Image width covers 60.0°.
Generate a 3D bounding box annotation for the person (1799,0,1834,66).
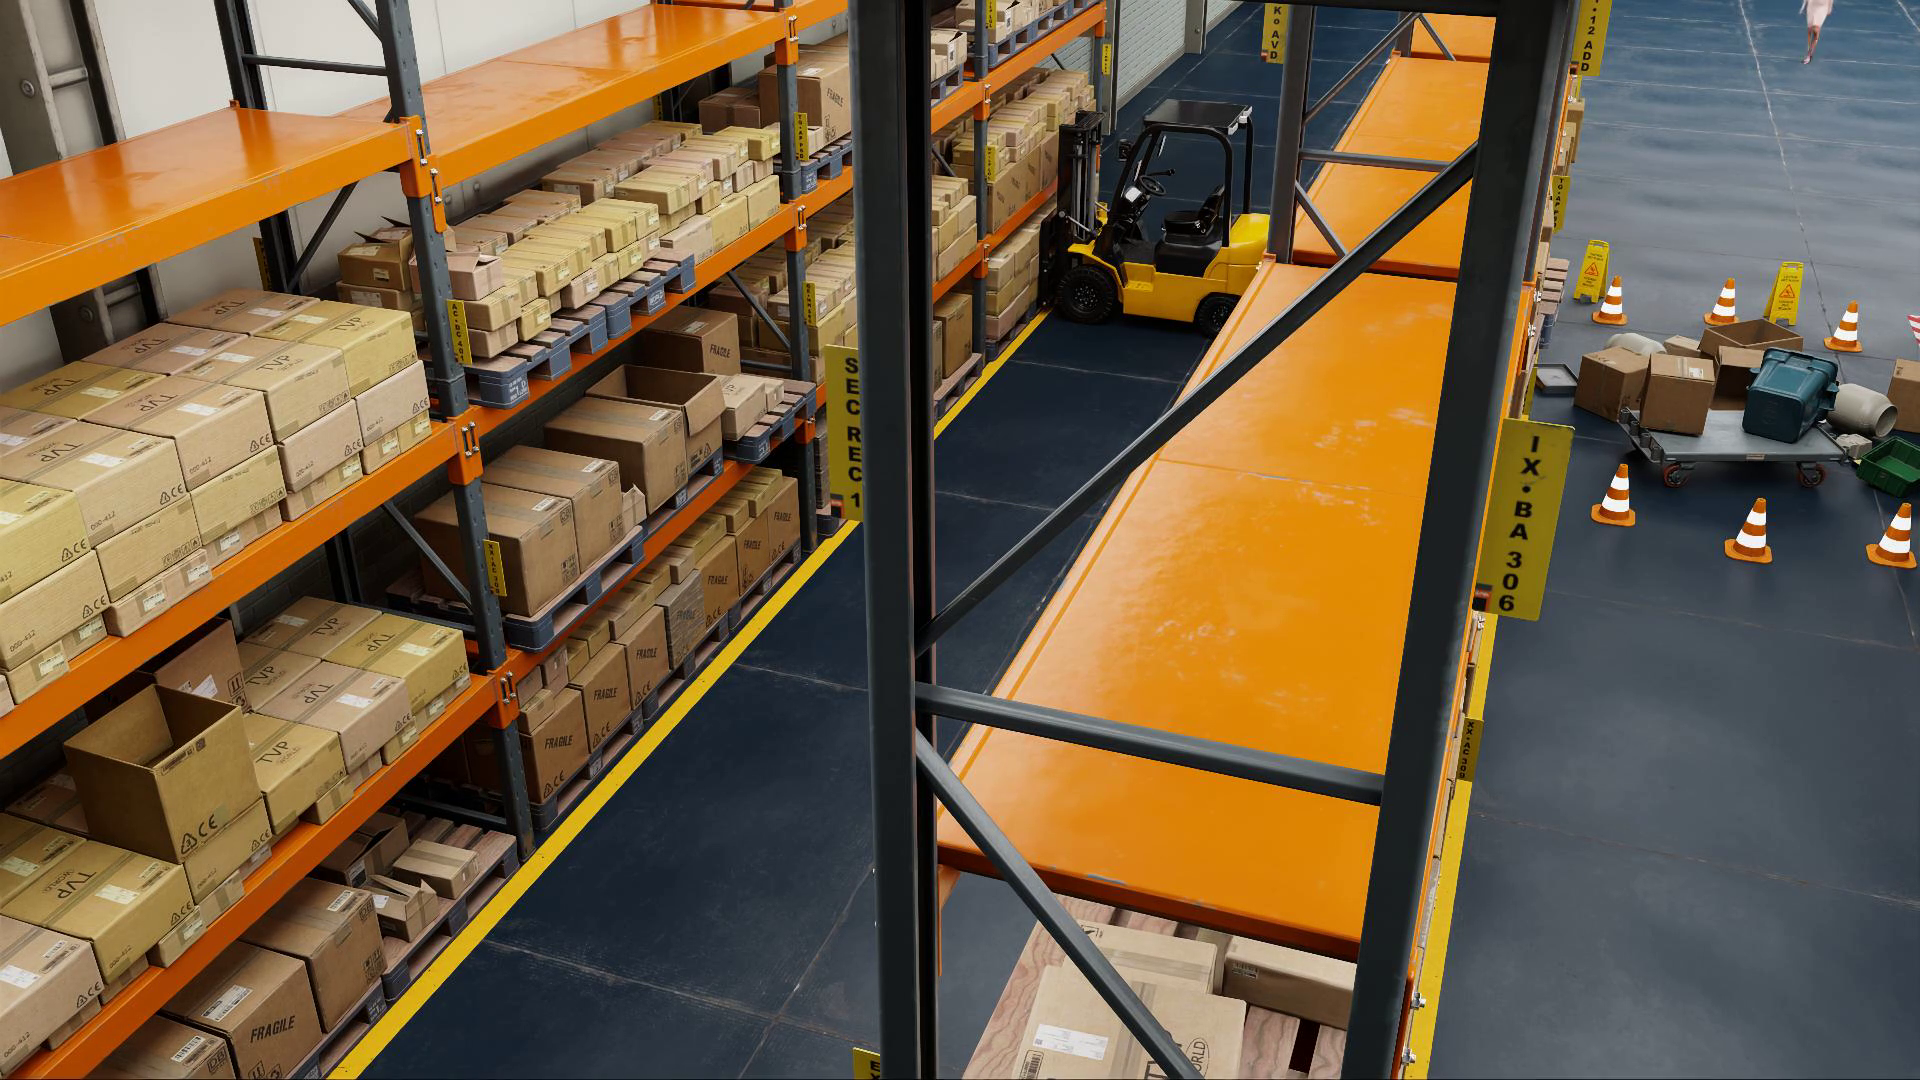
[{"bbox_3d":[14.529,-8.975,28.098,0.950,1.806,0.795,-24,36,-37],"label":"person"}]
